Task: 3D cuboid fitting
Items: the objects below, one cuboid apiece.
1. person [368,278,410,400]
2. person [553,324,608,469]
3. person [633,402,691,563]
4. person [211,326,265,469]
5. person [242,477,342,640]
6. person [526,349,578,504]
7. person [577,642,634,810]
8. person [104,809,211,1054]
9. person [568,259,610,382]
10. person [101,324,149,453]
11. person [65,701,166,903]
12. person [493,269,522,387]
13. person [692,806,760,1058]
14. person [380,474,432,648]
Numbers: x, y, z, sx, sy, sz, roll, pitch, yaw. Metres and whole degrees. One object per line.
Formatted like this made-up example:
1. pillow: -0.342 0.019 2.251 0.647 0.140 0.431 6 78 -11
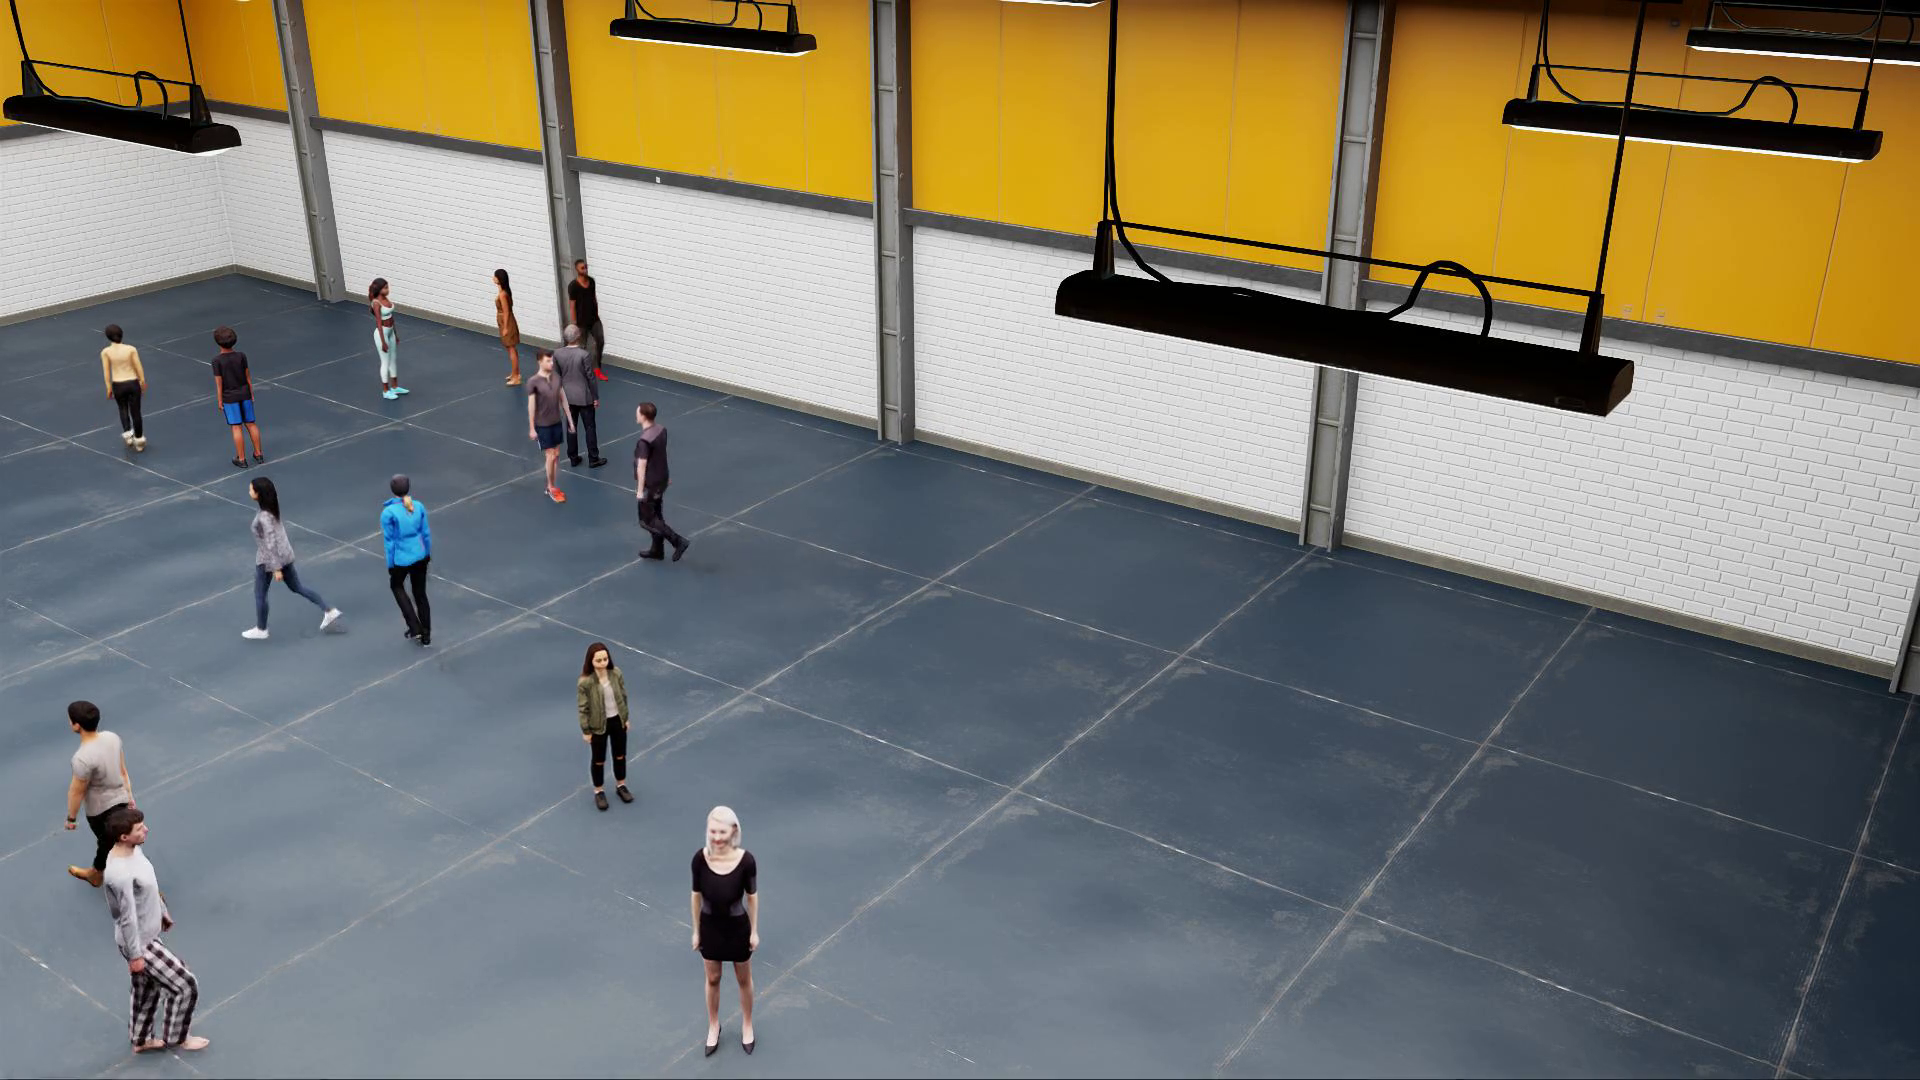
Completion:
1. person: -8.026 -2.830 23.227 0.669 1.722 0.654 3 24 8
2. person: -4.759 -1.806 20.736 0.675 1.843 0.844 6 24 14
3. person: -3.239 -0.590 17.967 1.035 1.833 0.936 4 24 9
4. person: -9.033 -1.793 20.760 0.634 1.799 0.620 -21 31 -40
5. person: -6.631 0.190 16.354 1.240 1.695 1.078 0 24 -1
6. person: -4.939 -1.387 19.777 0.701 1.842 0.700 18 29 35
7. person: -2.902 1.500 13.631 0.634 1.475 0.611 -16 28 -32
8. person: -5.383 2.573 10.732 0.907 1.832 0.849 -8 25 -18
9. person: -5.437 -3.163 23.906 0.729 1.789 0.696 19 30 37
10. person: -10.669 -1.929 21.265 0.798 1.643 0.871 -8 25 -17
11. person: -6.226 1.981 12.267 1.149 1.687 0.936 2 24 6
12. person: -6.463 -3.052 23.777 0.698 1.690 0.630 -5 24 -12
13. person: -1.522 2.538 10.815 0.623 1.829 0.715 -1 24 -1
14. person: -5.311 0.237 16.139 0.705 1.781 0.714 -18 30 -36
